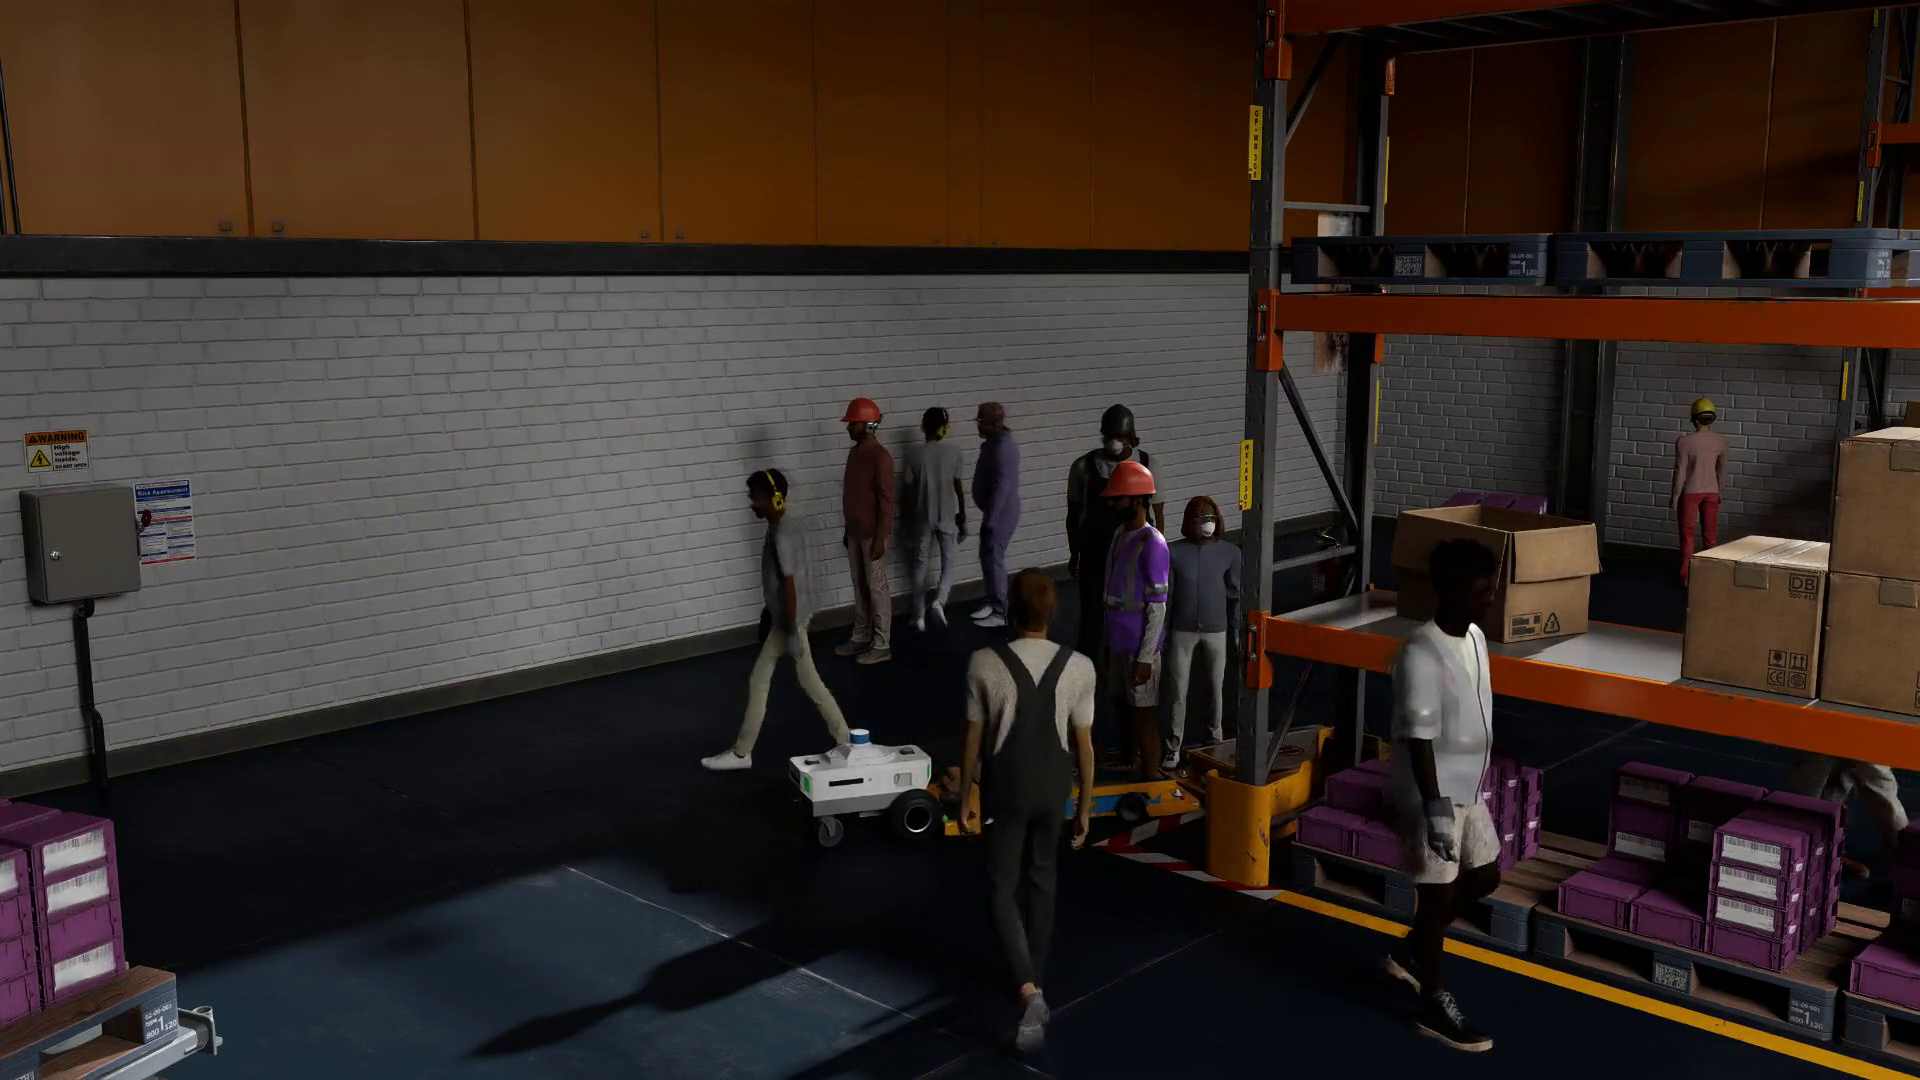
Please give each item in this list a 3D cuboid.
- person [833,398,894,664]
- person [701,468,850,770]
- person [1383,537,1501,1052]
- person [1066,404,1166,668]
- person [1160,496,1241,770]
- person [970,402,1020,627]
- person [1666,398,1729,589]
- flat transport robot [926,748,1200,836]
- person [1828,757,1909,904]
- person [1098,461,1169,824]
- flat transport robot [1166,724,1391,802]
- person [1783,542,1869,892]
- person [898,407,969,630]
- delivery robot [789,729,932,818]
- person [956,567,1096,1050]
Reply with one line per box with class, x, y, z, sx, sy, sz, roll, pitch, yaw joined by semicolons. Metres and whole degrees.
person;-0.712;-0.073;12.503;0.377;1.995;0.608;-6;11;-31
person;-1.030;0.480;9.681;0.955;1.816;0.510;1;9;5
person;1.864;0.953;6.342;0.468;1.955;0.645;8;12;41
person;1.078;0.073;11.463;0.688;2.000;0.536;0;9;1
person;1.402;0.548;9.784;0.507;1.636;0.273;1;9;5
person;0.292;-0.211;13.748;0.405;1.873;0.718;0;9;-2
person;6.806;-0.426;15.363;0.533;1.768;0.310;-1;9;-9
flat transport robot;0.515;1.351;9.040;1.431;0.197;0.652;-3;10;-16
person;4.269;0.797;7.895;0.570;1.771;0.930;-7;12;-36
person;0.904;0.543;8.902;0.358;1.938;0.545;-3;10;-18
flat transport robot;1.913;1.278;9.487;1.431;0.197;0.652;-5;11;-29
person;4.197;0.699;7.944;0.635;1.936;0.354;-7;12;-38
person;-0.222;-0.150;13.423;0.586;1.849;0.607;0;9;-2
delivery robot;-0.521;1.228;8.642;0.707;0.478;0.477;-3;10;-20
person;0.269;1.016;6.383;0.531;1.822;0.798;-2;9;-11
